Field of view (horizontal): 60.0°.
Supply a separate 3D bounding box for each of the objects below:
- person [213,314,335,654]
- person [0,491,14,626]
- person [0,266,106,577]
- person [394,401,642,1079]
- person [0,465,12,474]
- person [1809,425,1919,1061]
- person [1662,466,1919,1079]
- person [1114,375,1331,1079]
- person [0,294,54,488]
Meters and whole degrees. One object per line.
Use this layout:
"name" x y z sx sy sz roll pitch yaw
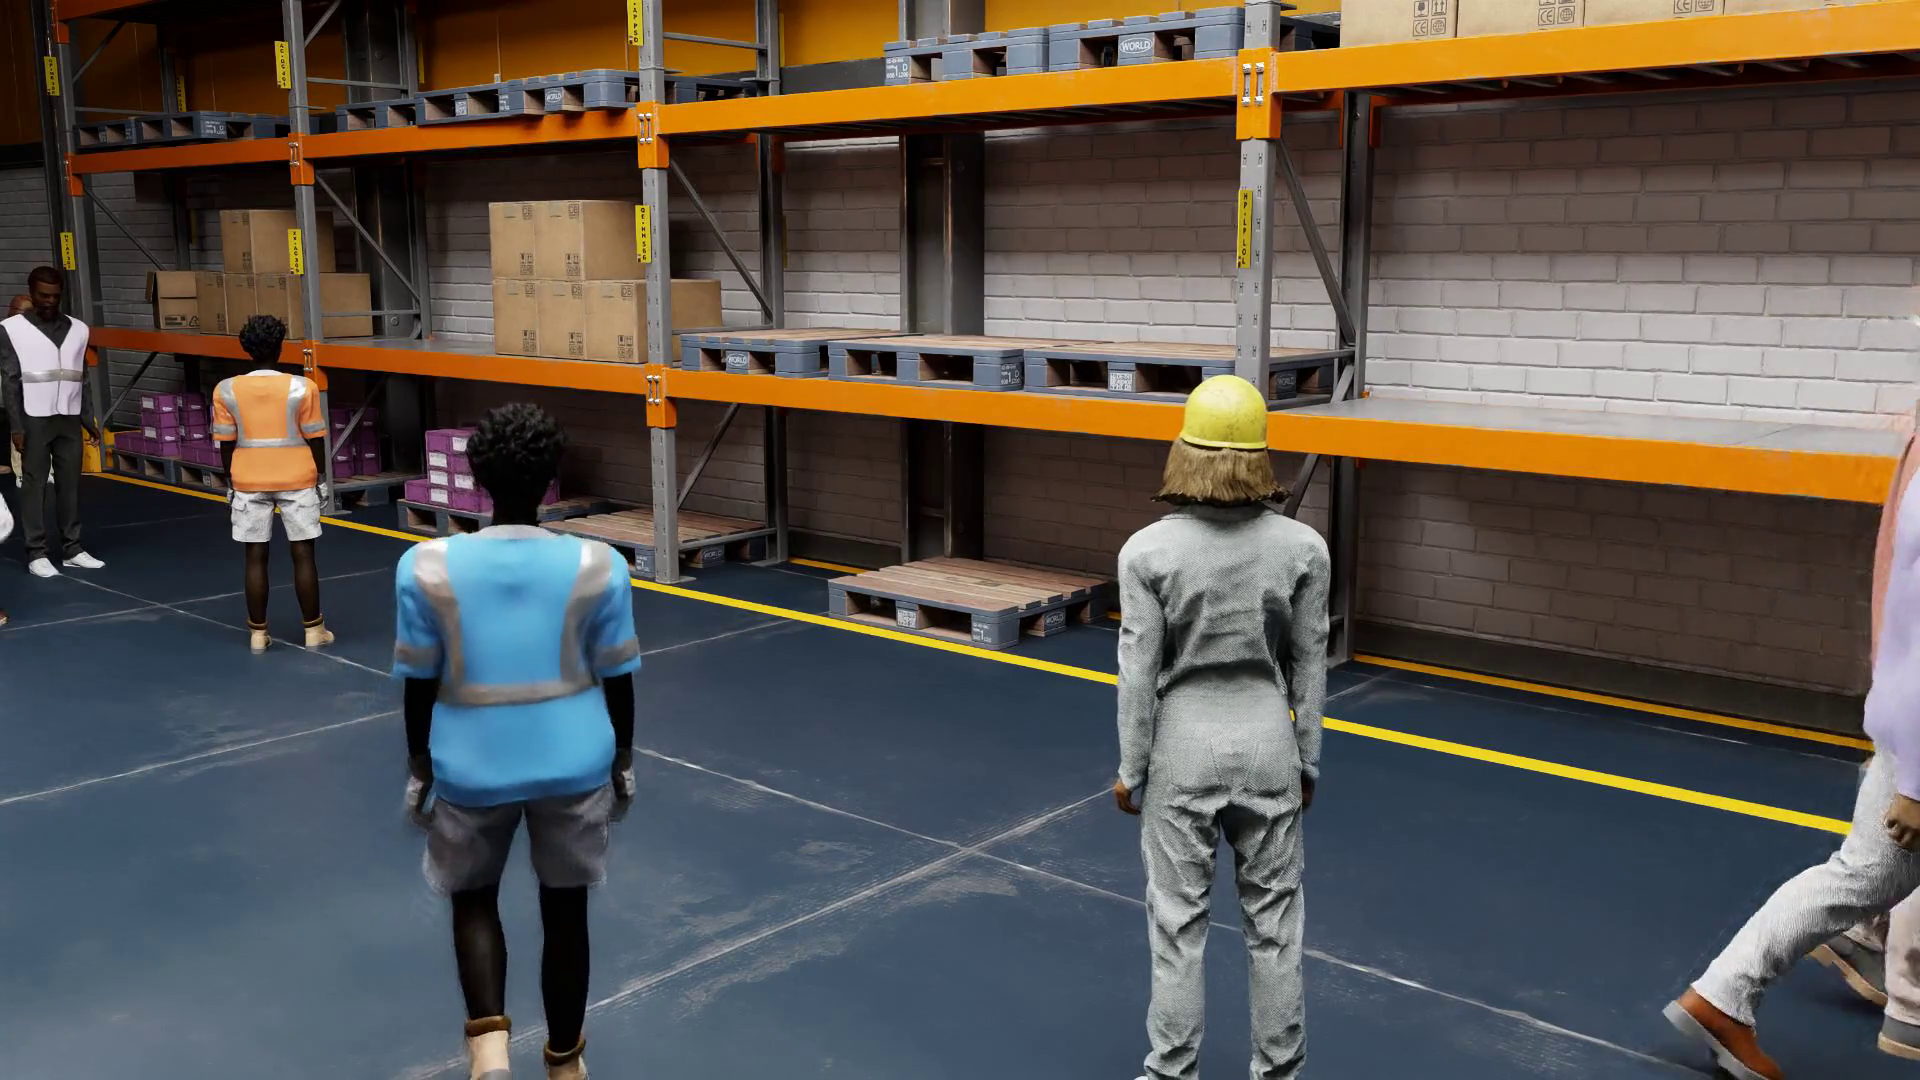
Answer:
"person" -3.417 -0.272 8.304 0.534 1.698 0.318 -2 10 -10
"person" -5.234 -0.433 8.731 0.412 1.867 0.597 -8 13 -39
"person" -5.665 -0.740 10.364 0.397 1.913 0.587 5 11 27
"person" -0.990 0.528 3.786 0.543 1.682 0.403 -2 10 -13
"person" -8.693 -1.562 14.672 0.536 2.000 0.676 0 10 -1
"person" 2.446 0.331 4.069 0.424 1.976 0.637 6 11 29
"person" 2.168 0.439 3.707 0.976 1.903 0.647 6 11 29
"person" 0.585 0.499 3.782 0.483 1.745 0.299 -1 10 -4
"person" -7.911 -1.268 14.153 0.279 1.636 0.500 8 13 40
